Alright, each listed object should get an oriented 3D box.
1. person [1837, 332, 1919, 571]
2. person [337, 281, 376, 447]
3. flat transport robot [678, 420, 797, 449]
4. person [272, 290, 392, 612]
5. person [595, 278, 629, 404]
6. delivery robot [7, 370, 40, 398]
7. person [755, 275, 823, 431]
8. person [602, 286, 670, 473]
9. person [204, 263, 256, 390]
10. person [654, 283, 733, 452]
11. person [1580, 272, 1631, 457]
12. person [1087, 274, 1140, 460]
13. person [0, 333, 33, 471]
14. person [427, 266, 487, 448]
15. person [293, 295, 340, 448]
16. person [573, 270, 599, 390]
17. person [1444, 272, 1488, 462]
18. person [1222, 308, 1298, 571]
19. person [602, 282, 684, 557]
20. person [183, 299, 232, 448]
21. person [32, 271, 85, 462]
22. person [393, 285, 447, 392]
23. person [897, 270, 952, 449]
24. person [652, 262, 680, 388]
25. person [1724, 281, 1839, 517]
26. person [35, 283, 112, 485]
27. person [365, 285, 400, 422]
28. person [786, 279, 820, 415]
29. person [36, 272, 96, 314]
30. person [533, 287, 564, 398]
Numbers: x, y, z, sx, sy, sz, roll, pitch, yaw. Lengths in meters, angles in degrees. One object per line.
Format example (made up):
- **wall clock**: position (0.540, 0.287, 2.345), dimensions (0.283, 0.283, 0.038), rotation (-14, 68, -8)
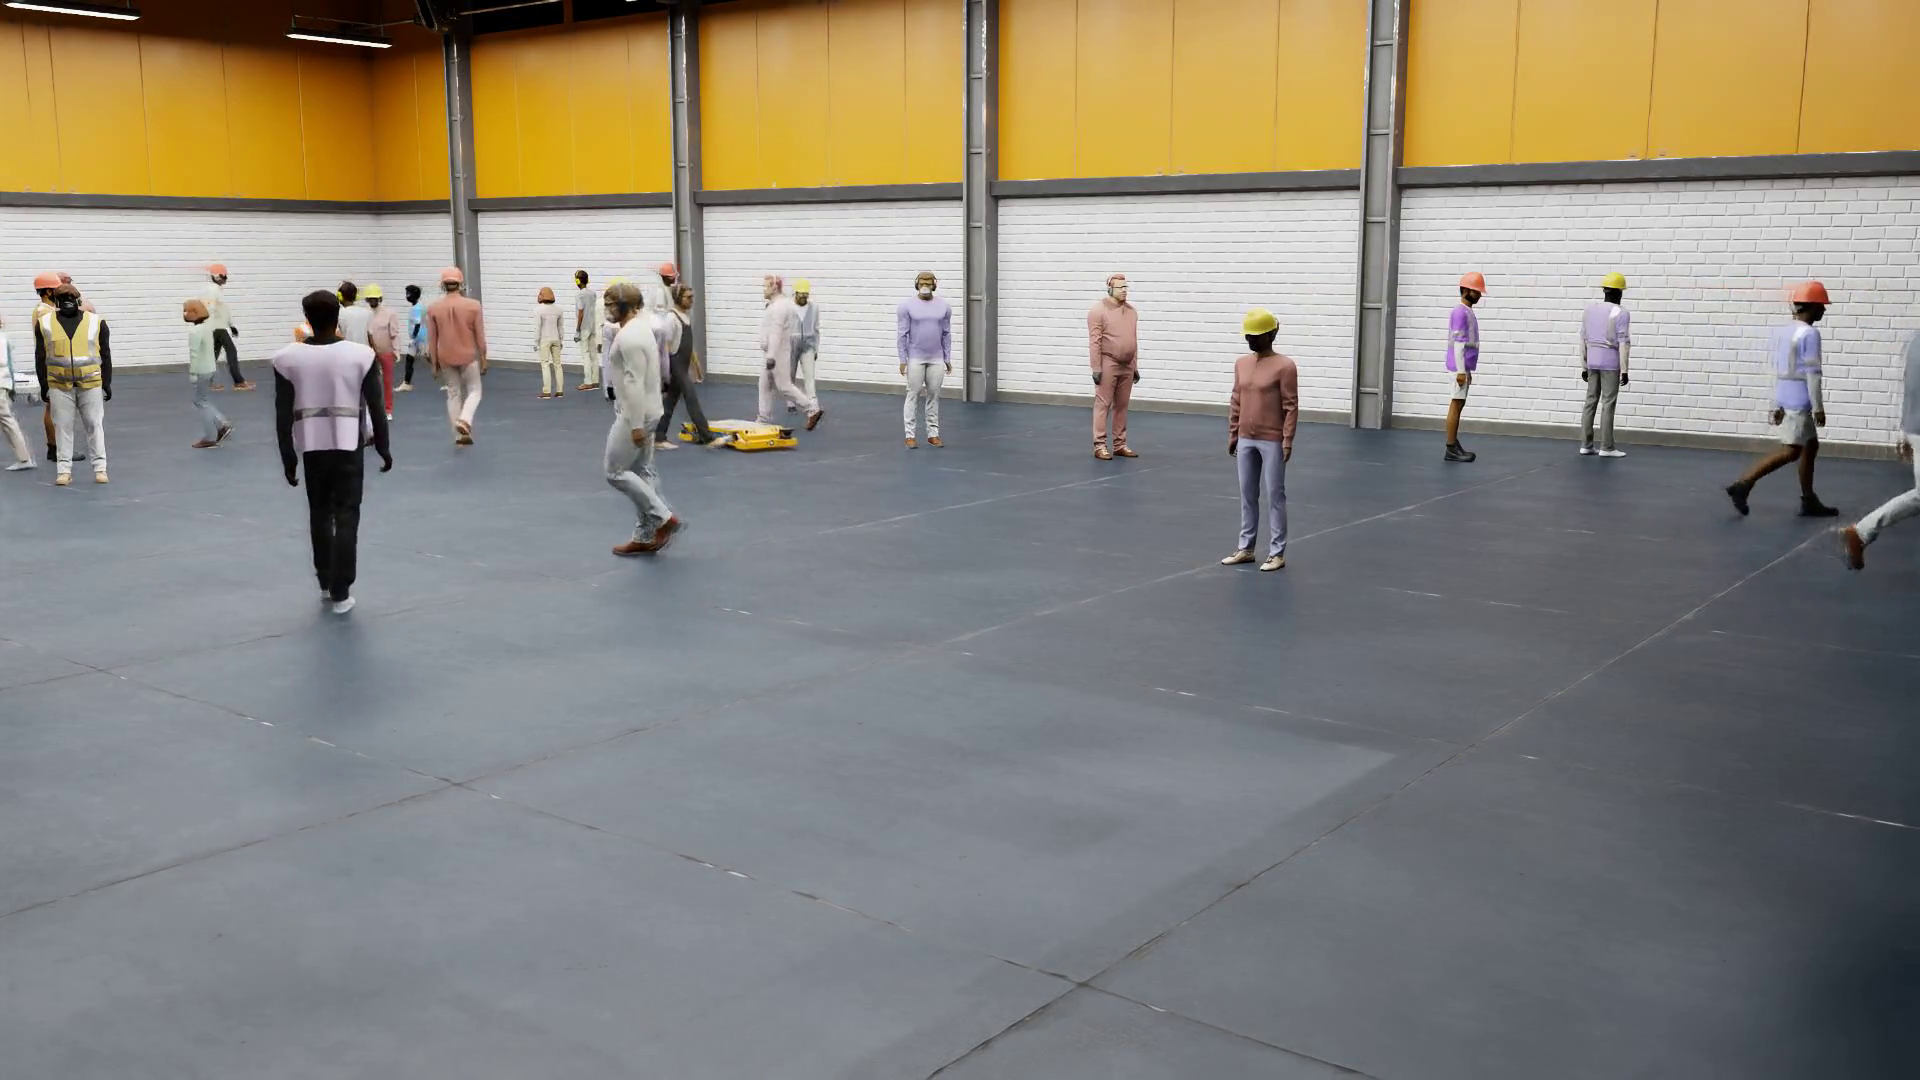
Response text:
- **person**: position (6.218, -0.687, 10.798), dimensions (0.820, 1.911, 0.633), rotation (3, 10, 16)
- **person**: position (-6.710, -1.932, 18.306), dimensions (0.973, 1.819, 0.542), rotation (7, 12, 36)
- **flat transport robot**: position (-2.479, -1.180, 18.420), dimensions (0.652, 0.197, 1.431), rotation (-8, 13, -39)
- **person**: position (-3.750, -0.546, 10.027), dimensions (0.599, 1.890, 0.818), rotation (-2, 10, -9)
- **person**: position (-4.775, -2.752, 23.176), dimensions (0.611, 1.771, 0.939), rotation (-5, 11, -25)
- **delivery robot**: position (-13.222, -2.183, 23.160), dimensions (0.707, 0.478, 0.477), rotation (-7, 12, -35)
- **person**: position (-2.122, -2.217, 19.801), dimensions (0.883, 1.880, 0.638), rotation (-2, 10, -13)
- **person**: position (-3.123, -1.541, 16.075), dimensions (0.629, 1.808, 0.893), rotation (-2, 10, -11)
- **person**: position (-11.403, -3.300, 25.852), dimensions (0.906, 1.959, 0.629), rotation (-3, 10, -18)
- **person**: position (-2.889, -1.821, 17.704), dimensions (0.947, 1.794, 0.538), rotation (1, 10, 7)
- **person**: position (6.747, -1.826, 17.364), dimensions (0.385, 1.925, 0.592), rotation (-5, 11, -27)
- **person**: position (1.616, -1.787, 17.196), dimensions (0.643, 1.909, 0.410), rotation (-8, 12, -38)
- **person**: position (-9.479, -1.461, 16.189), dimensions (0.845, 1.592, 0.531), rotation (0, 10, -1)
- **person**: position (-5.439, -1.963, 17.991), dimensions (0.621, 1.980, 0.559), rotation (0, 10, -2)
- **person**: position (-6.927, -1.782, 17.856), dimensions (0.762, 1.666, 0.538), rotation (9, 13, 41)
- **person**: position (-5.845, -3.263, 25.922), dimensions (0.326, 1.865, 0.518), rotation (3, 10, 19)
- **person**: position (5.168, -1.766, 17.019), dimensions (0.374, 1.928, 0.543), rotation (4, 11, 22)
- **person**: position (2.000, -0.669, 11.124), dimensions (0.336, 1.758, 0.533), rotation (-8, 13, -40)
- **person**: position (-2.248, -0.825, 11.551), dimensions (0.474, 1.920, 0.654), rotation (0, 10, -2)
- **person**: position (-8.262, -1.803, 18.103), dimensions (0.352, 1.619, 0.526), rotation (-1, 10, -6)
- **person**: position (-9.242, -1.769, 16.993), dimensions (0.350, 1.942, 0.545), rotation (-7, 12, -36)
- **person**: position (-8.238, -3.091, 25.530), dimensions (0.889, 1.651, 0.529), rotation (-6, 12, -32)
- **person**: position (-0.378, -1.966, 18.153), dimensions (0.630, 1.936, 0.369), rotation (-4, 10, -20)
- **person**: position (-4.675, -3.344, 26.007), dimensions (0.753, 1.990, 0.650), rotation (3, 10, 15)
- **person**: position (6.632, -1.114, 13.297), dimensions (0.865, 1.909, 0.548), rotation (2, 10, 10)
- **person**: position (-8.133, -1.426, 15.289), dimensions (0.627, 1.844, 0.429), rotation (-4, 11, -24)
- **person**: position (-7.276, -2.320, 20.824), dimensions (0.537, 1.721, 0.919), rotation (-3, 10, -17)
- **person**: position (-2.077, -2.495, 21.671), dimensions (0.587, 1.777, 0.954), rotation (-3, 10, -17)
- **person**: position (-10.395, -2.164, 19.393), dimensions (0.643, 1.909, 0.410), rotation (-9, 13, -43)
- **person**: position (-6.054, -2.901, 24.474), dimensions (0.271, 1.632, 0.508), rotation (9, 13, 41)
